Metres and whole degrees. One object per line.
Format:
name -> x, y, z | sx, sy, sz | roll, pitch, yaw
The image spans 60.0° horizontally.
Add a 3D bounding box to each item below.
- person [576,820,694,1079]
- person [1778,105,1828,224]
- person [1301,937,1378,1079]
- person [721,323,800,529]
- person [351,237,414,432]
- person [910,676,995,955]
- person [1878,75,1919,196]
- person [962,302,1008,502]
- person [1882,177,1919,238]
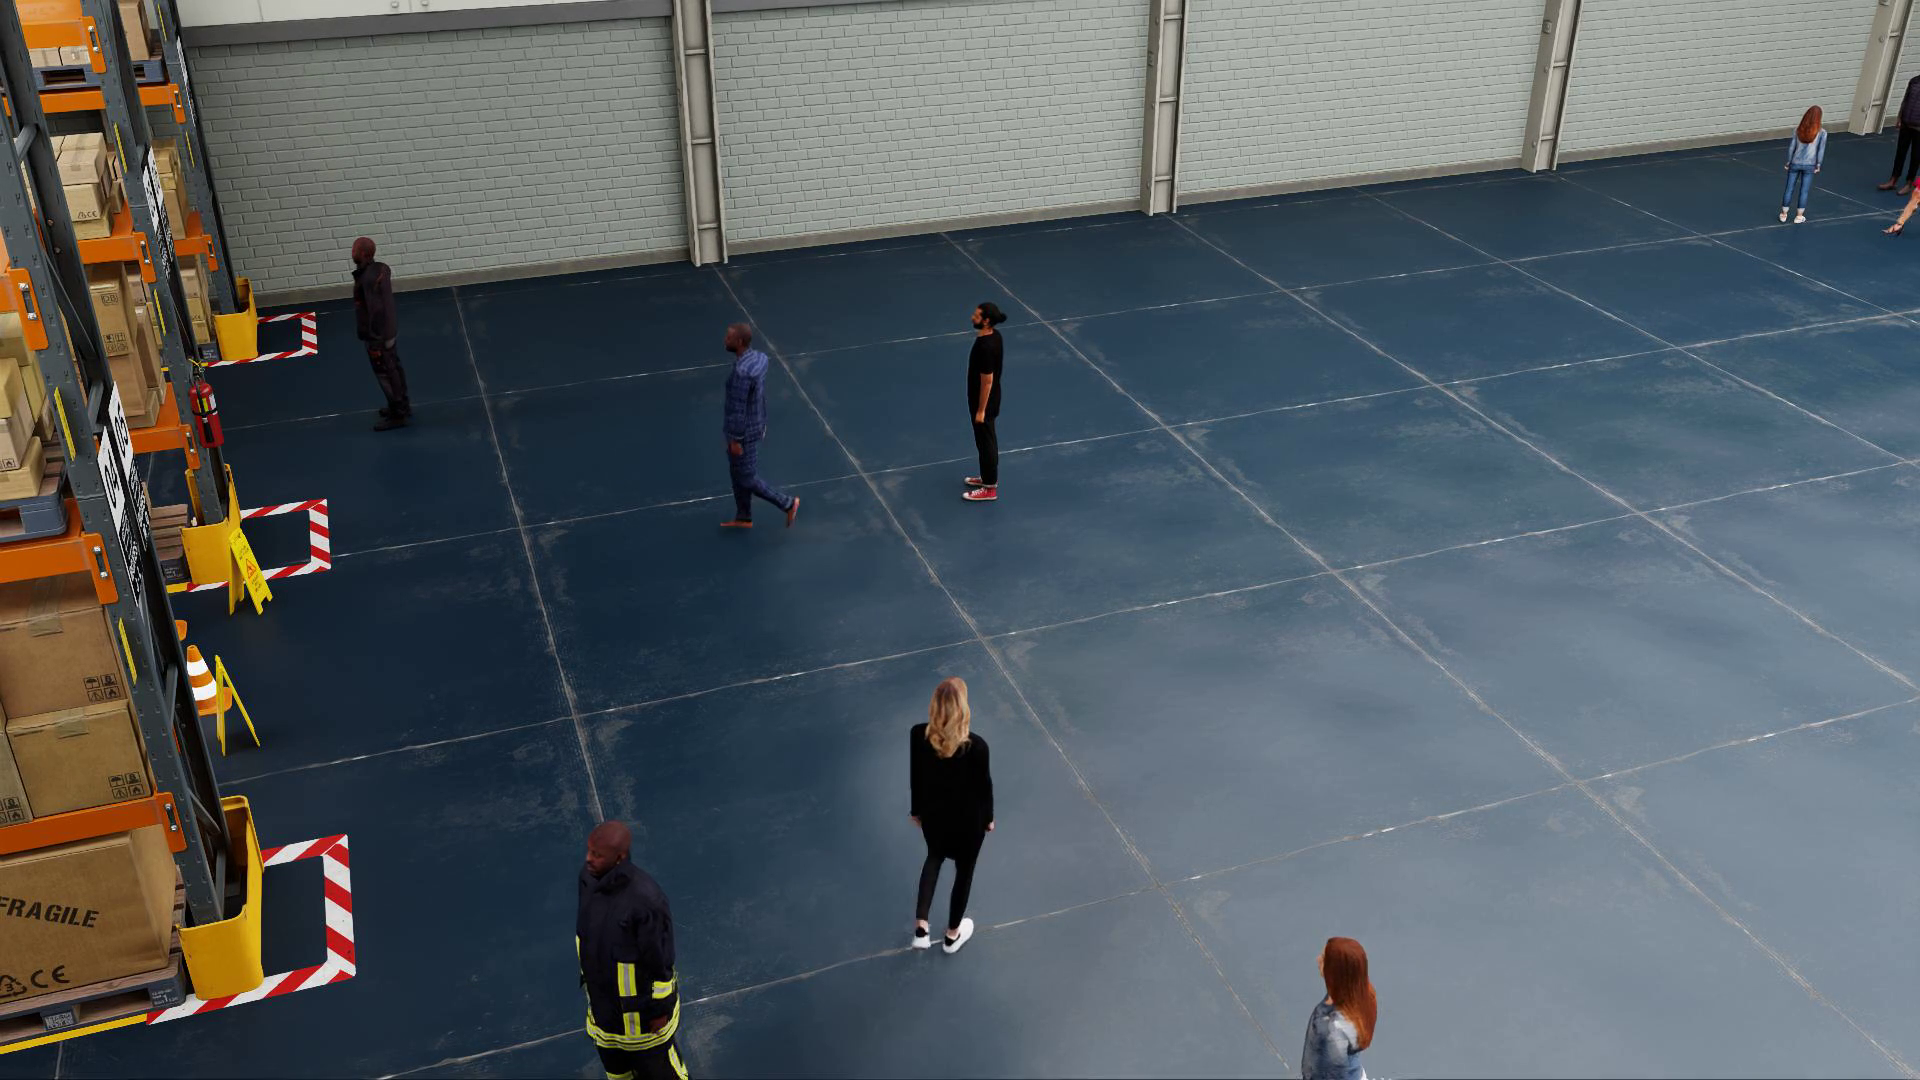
person -> -1.574, 2.072, 7.925 | 0.880, 1.827, 0.903 | 20, 34, 33
person -> 10.725, -4.782, 21.168 | 0.636, 1.477, 0.670 | 17, 32, 29
person -> 1.749, 2.480, 7.341 | 1.171, 1.656, 1.120 | 13, 31, 22
person -> -1.660, -0.875, 13.481 | 1.062, 1.806, 0.932 | 4, 28, 8
person -> -5.376, -1.937, 15.455 | 0.658, 1.825, 0.746 | -4, 28, -8
person -> -0.082, 1.559, 8.927 | 0.841, 1.791, 0.900 | 12, 30, 21
person -> 12.804, -5.564, 22.255 | 0.582, 1.835, 0.700 | -12, 30, -21
person -> 0.216, -1.191, 14.125 | 0.722, 1.758, 0.718 | 2, 28, 4
person -> 12.013, -4.437, 20.281 | 1.008, 1.701, 0.907 | 9, 29, 16
